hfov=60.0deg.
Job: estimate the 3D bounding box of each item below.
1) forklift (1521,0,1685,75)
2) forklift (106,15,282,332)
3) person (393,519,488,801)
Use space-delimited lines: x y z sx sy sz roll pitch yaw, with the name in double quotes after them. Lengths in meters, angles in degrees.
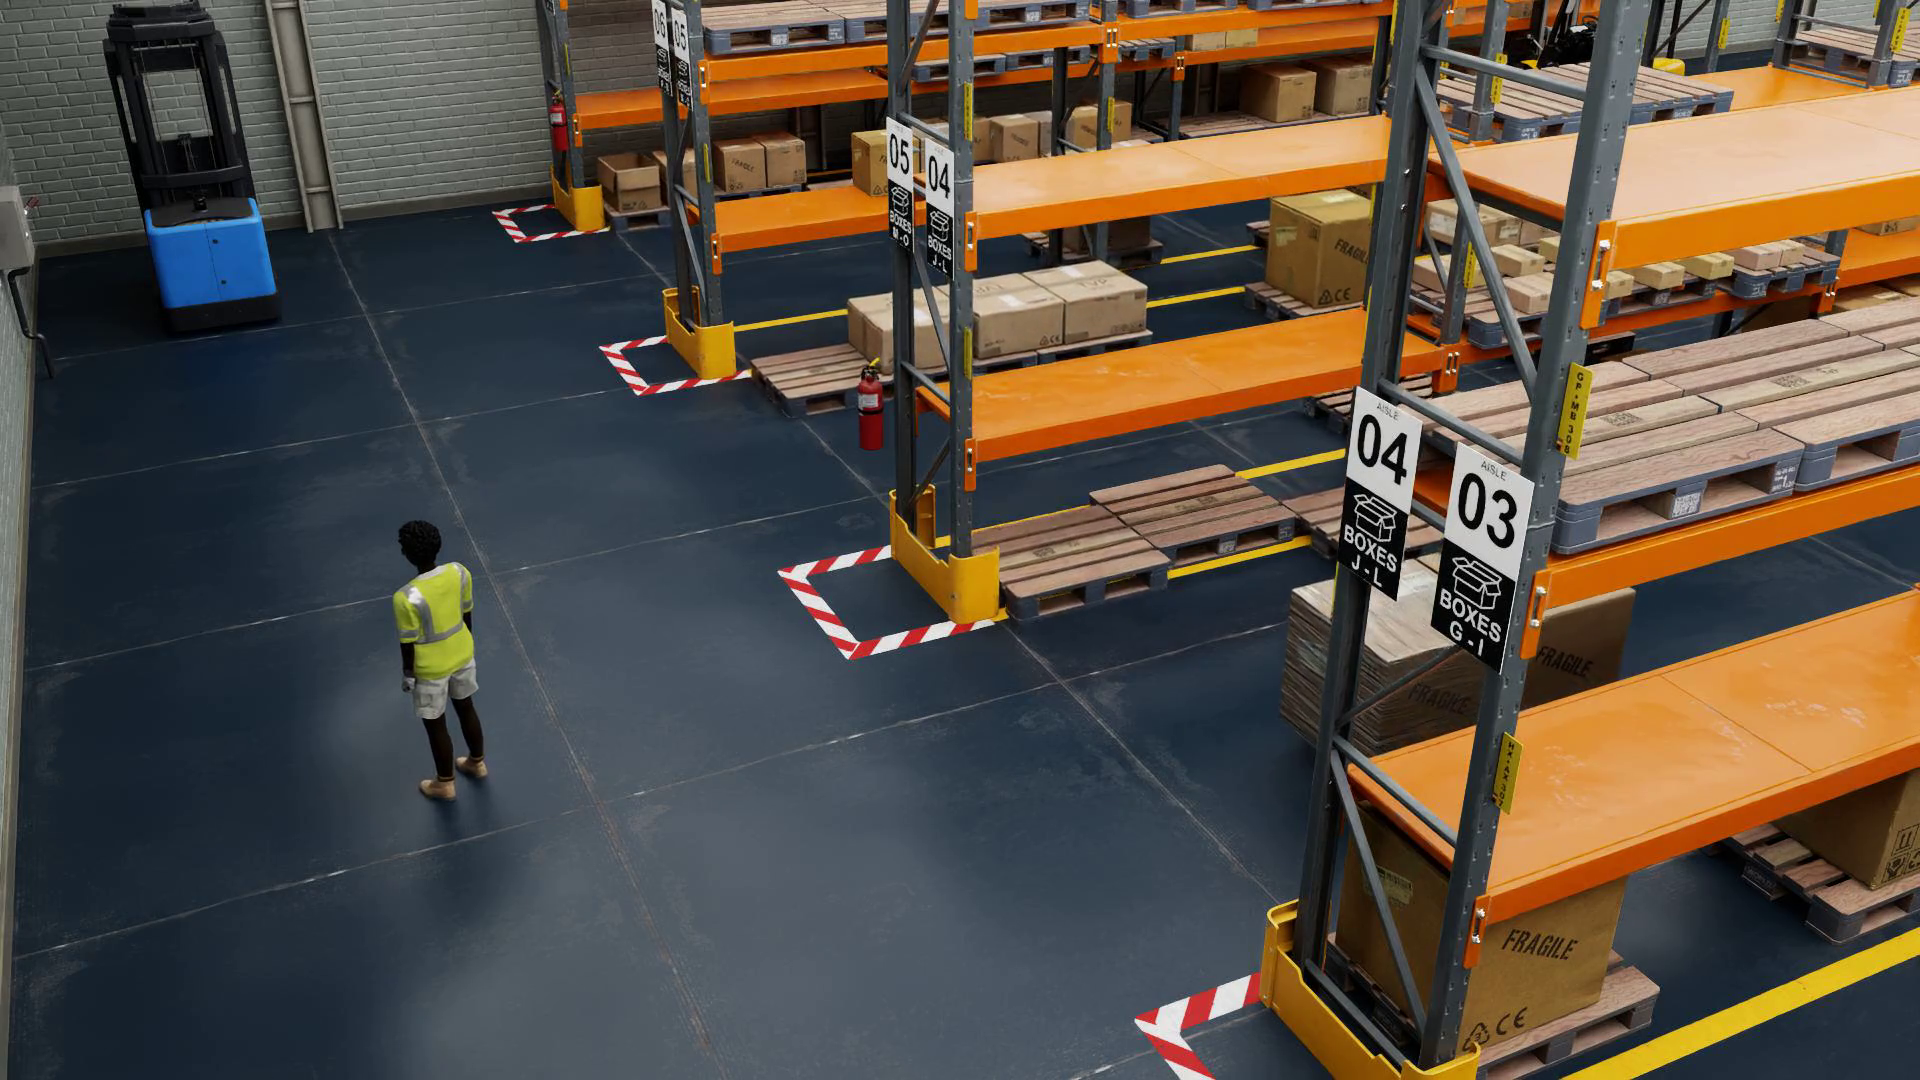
8.950 -6.807 23.056 1.214 2.155 2.313 -12 30 -22 "forklift"
-7.548 -3.672 16.323 1.129 2.768 1.873 -12 30 -22 "forklift"
-2.897 0.666 9.287 0.323 1.686 0.539 14 31 25 "person"
